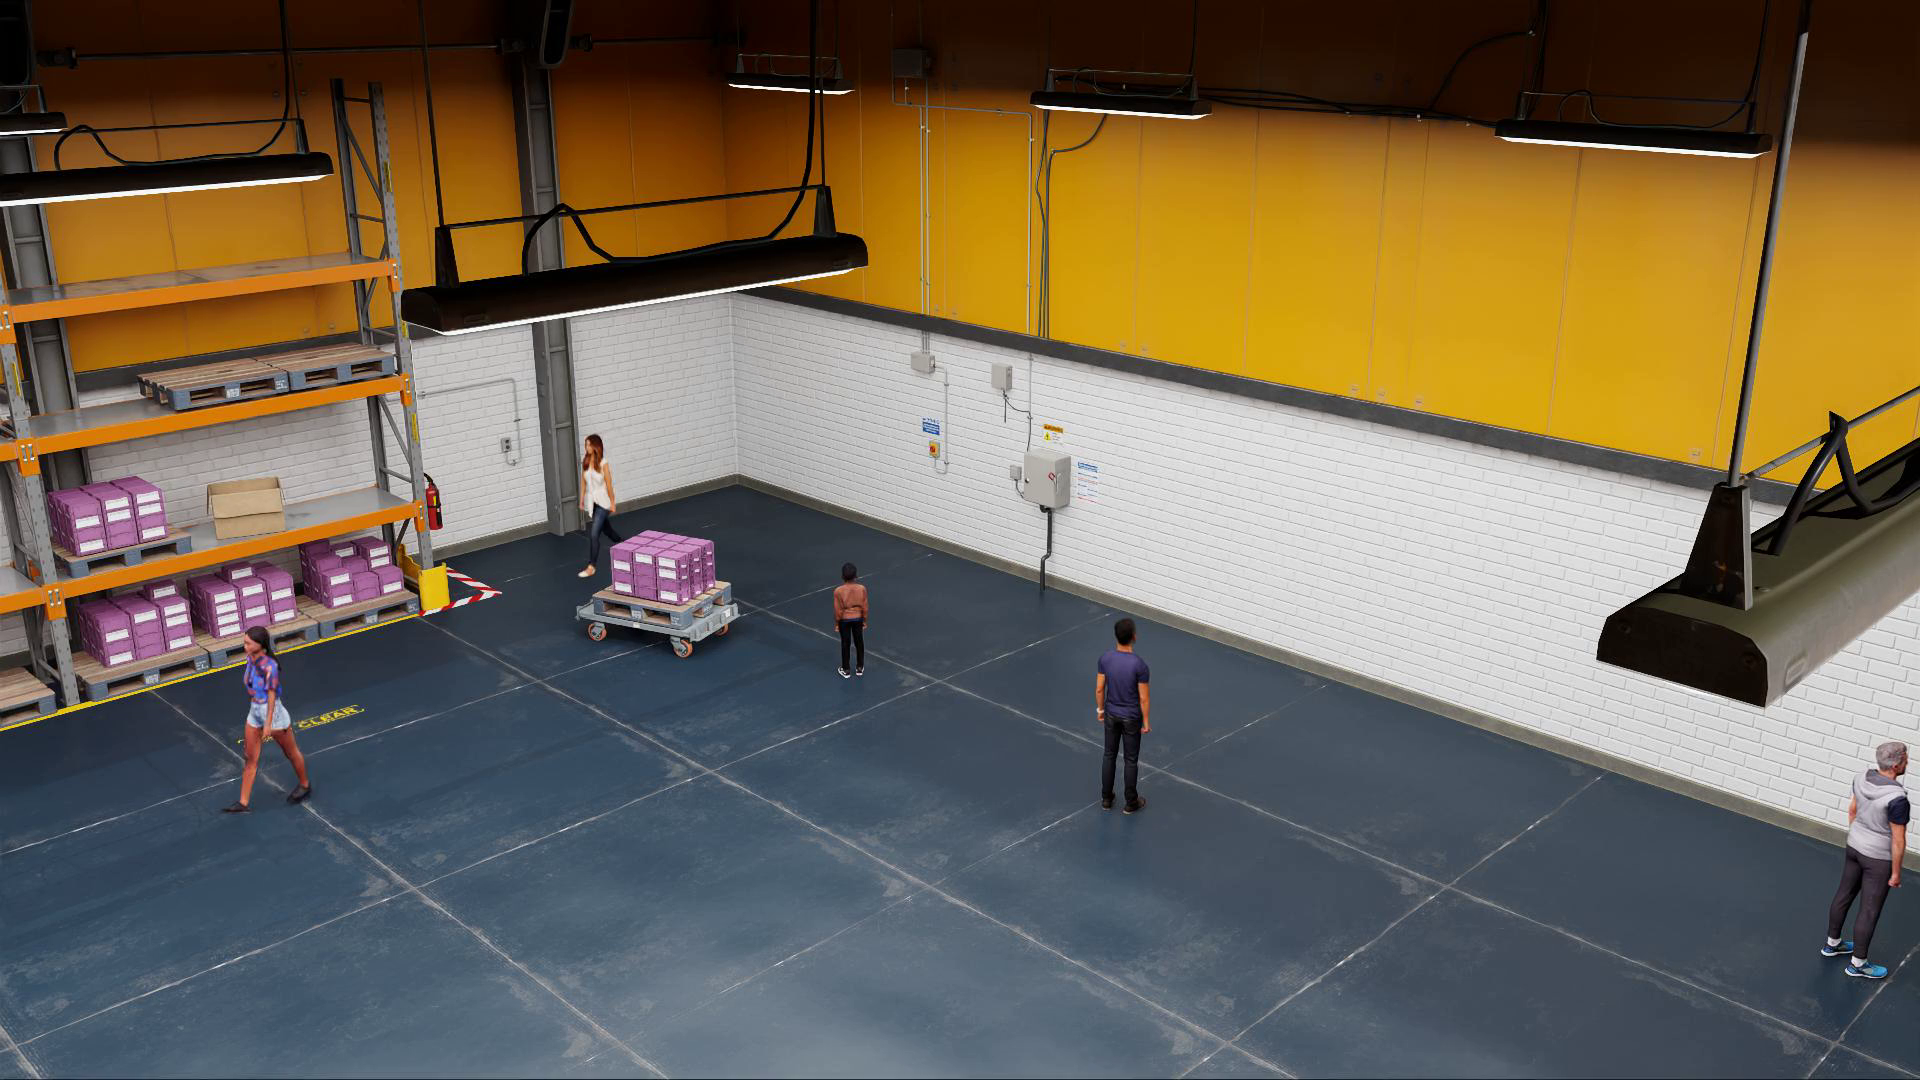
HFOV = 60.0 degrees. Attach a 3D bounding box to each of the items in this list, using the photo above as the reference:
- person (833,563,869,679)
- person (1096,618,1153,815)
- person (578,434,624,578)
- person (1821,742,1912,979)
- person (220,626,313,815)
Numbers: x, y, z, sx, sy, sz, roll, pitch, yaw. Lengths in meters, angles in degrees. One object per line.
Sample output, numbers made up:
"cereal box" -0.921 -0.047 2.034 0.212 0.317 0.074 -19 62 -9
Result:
"person" -1.161 0.840 17.573 0.529 1.254 0.647 -6 20 -18
"person" 1.426 1.544 14.641 0.712 1.789 0.644 9 21 24
"person" -4.395 -0.449 20.628 0.701 1.747 1.131 14 23 36
"person" 6.714 2.322 12.274 0.789 1.827 0.772 -3 19 -8
"person" -6.024 1.564 14.717 0.738 1.704 1.109 12 22 31
